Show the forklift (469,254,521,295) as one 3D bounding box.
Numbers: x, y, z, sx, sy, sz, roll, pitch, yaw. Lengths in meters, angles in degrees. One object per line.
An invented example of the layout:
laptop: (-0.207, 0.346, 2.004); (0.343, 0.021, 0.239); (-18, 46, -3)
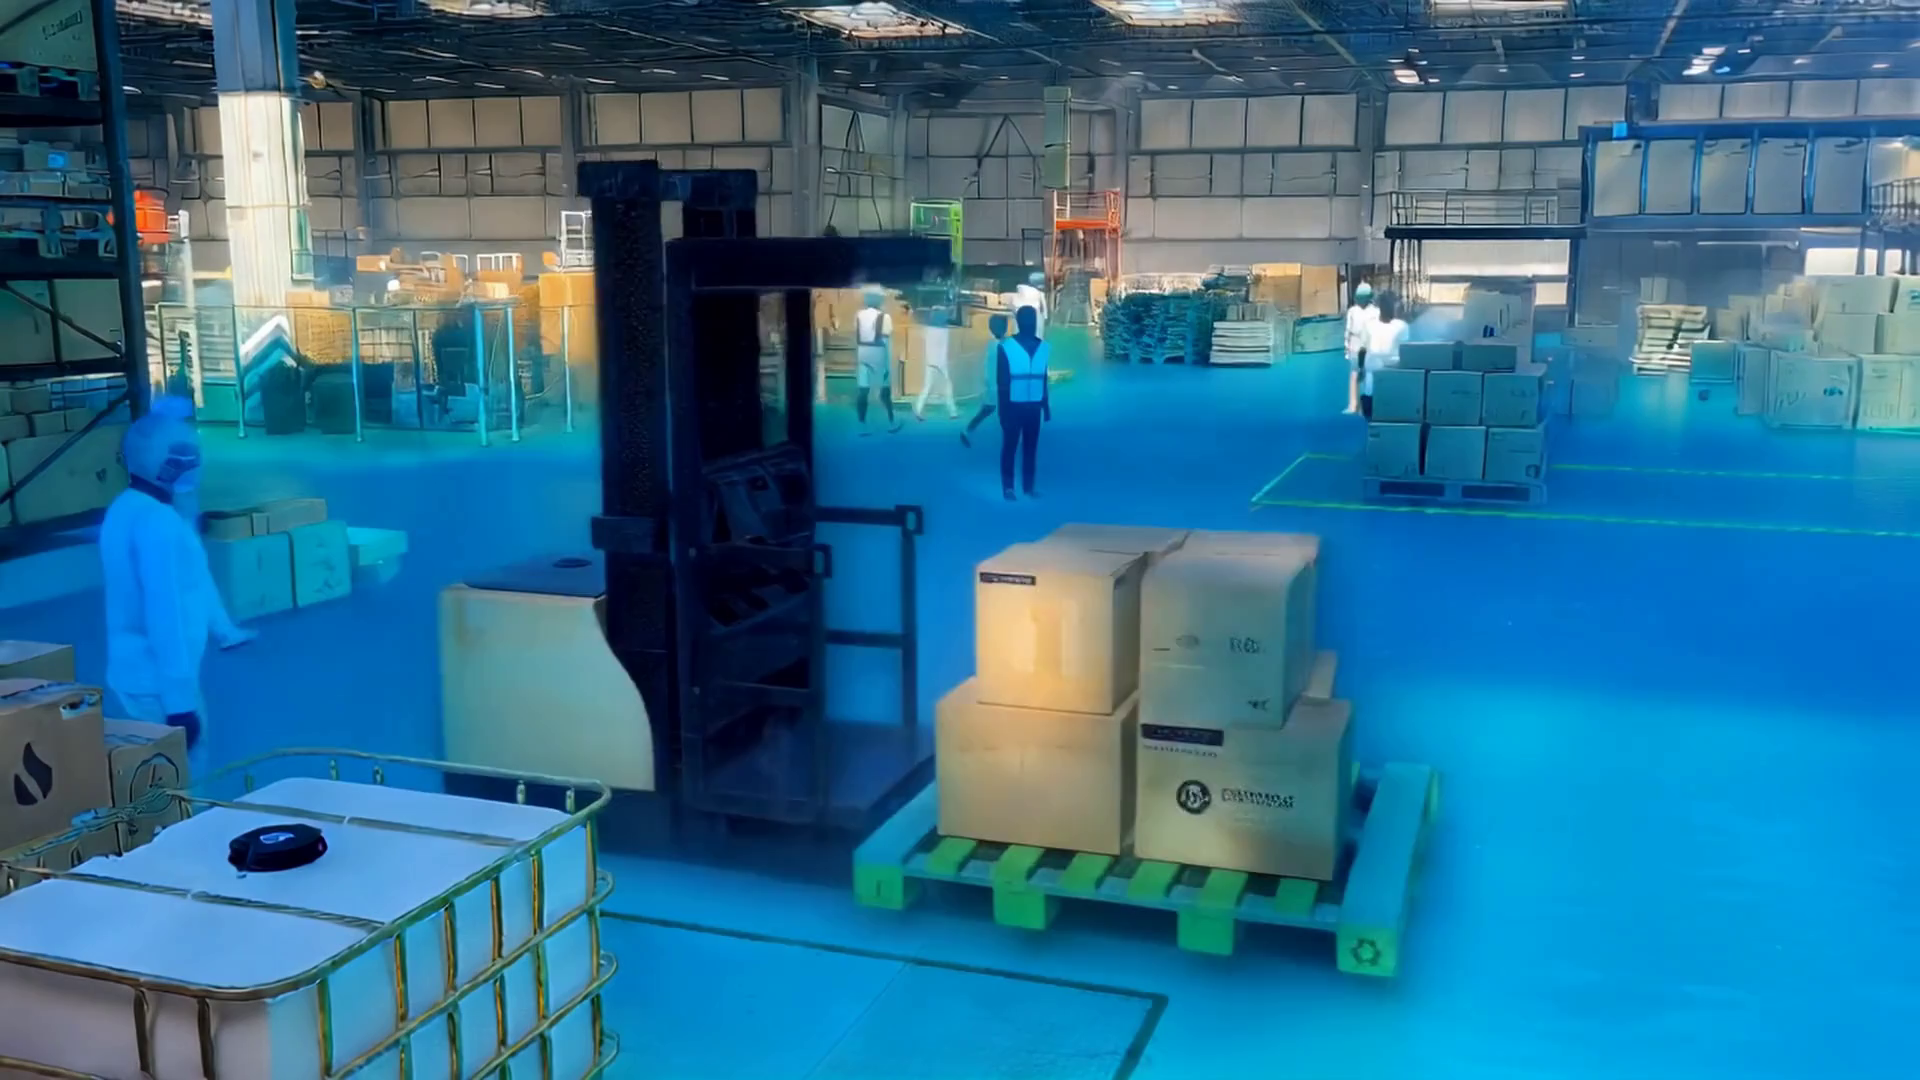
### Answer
forklift: (-17.990, -10.121, 64.684); (1.157, 1.987, 2.680); (3, 11, 17)

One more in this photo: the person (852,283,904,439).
person: (-1.082, -2.345, 21.769); (0.615, 1.991, 1.042); (4, 11, 23)

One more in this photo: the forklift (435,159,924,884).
forklift: (-1.183, -0.167, 7.012); (1.873, 2.768, 1.129); (3, 11, 19)

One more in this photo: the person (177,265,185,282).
person: (-26.691, -8.601, 57.469); (0.607, 1.820, 0.690); (6, 11, 29)

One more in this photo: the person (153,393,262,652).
person: (-4.735, -0.097, 10.234); (0.770, 1.600, 0.527); (-5, 11, -28)

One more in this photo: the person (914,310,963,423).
person: (-0.341, -2.455, 23.528); (0.846, 1.590, 0.513); (-10, 14, -43)

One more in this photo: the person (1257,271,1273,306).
person: (9.199, -7.268, 50.284); (0.506, 1.698, 0.875); (4, 11, 21)

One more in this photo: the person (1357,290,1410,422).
person: (5.221, -2.105, 20.548); (0.627, 1.946, 0.423); (4, 11, 23)

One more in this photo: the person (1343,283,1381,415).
person: (5.948, -2.818, 24.594); (0.545, 1.939, 0.354); (5, 11, 25)

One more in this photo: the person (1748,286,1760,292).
person: (27.430, -8.513, 57.527); (0.497, 1.625, 0.287); (6, 12, 31)

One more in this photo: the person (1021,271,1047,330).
person: (1.514, -4.439, 33.612); (0.649, 1.972, 0.535); (-9, 13, -41)

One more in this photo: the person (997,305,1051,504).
person: (0.623, -1.324, 16.237); (0.590, 1.920, 0.399); (-6, 12, -30)

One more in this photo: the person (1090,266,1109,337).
person: (3.798, -6.467, 45.145); (0.543, 1.939, 0.362); (4, 11, 21)

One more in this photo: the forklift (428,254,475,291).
forklift: (-20.133, -10.254, 65.465); (1.157, 1.987, 2.680); (3, 11, 19)

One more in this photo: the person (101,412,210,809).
person: (-2.761, 0.523, 5.795); (0.371, 1.935, 0.627); (-6, 12, -30)

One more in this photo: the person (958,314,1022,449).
person: (0.382, -1.933, 20.370); (0.750, 1.673, 0.539); (-3, 10, -14)
